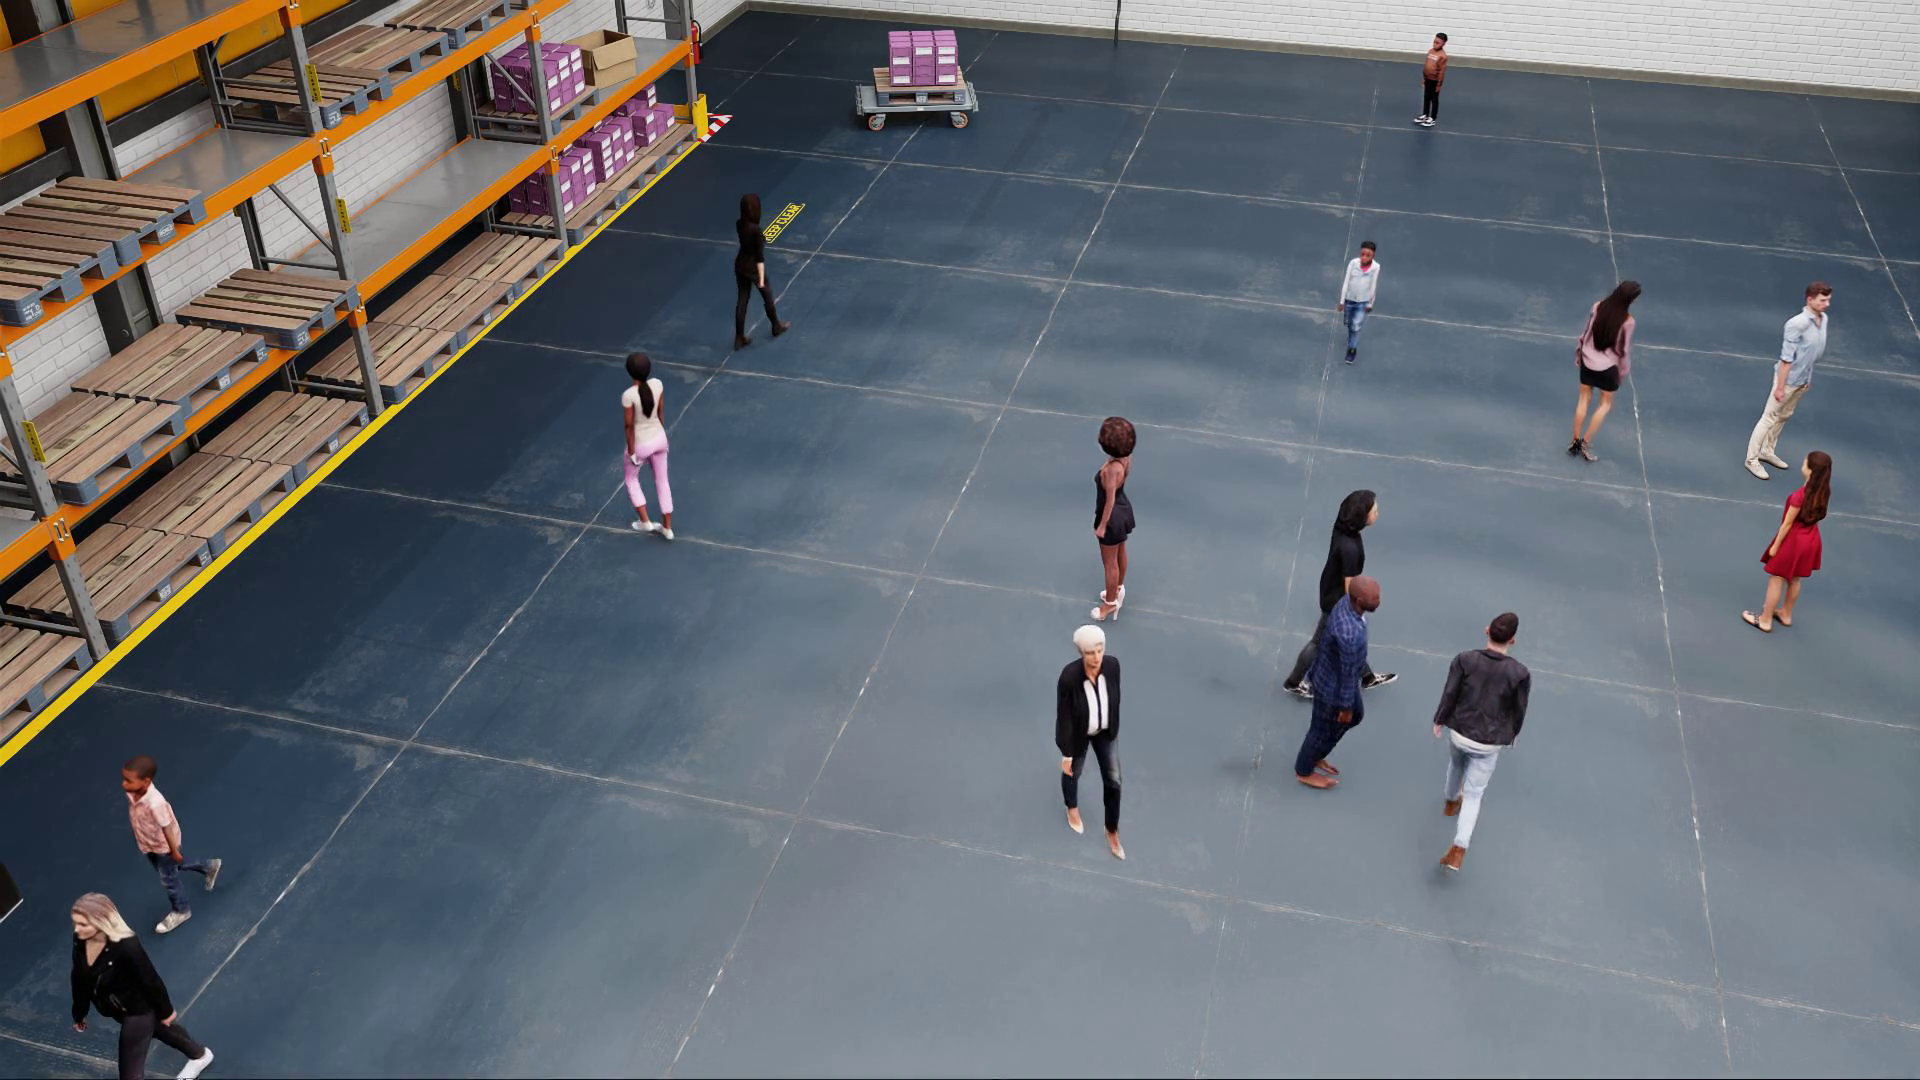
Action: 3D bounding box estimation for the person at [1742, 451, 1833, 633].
[{"bbox_3d":[6.478,0.009,12.876,0.684,1.551,0.744,-14,36,-20],"label":"person"}]

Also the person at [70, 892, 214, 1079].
[{"bbox_3d":[-4.447,2.487,9.067,0.745,1.642,1.168,14,36,20],"label":"person"}]

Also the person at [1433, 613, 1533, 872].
[{"bbox_3d":[3.304,1.320,10.673,0.856,1.807,1.222,14,36,20],"label":"person"}]

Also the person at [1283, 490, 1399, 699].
[{"bbox_3d":[2.650,0.413,12.045,0.820,1.799,1.038,4,34,6],"label":"person"}]

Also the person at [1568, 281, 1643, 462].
[{"bbox_3d":[5.753,-1.527,14.966,0.743,1.797,0.743,23,40,31],"label":"person"}]

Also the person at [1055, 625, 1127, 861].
[{"bbox_3d":[0.848,1.237,10.900,0.971,1.767,0.977,-9,35,-13],"label":"person"}]

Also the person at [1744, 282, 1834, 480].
[{"bbox_3d":[7.407,-1.451,14.806,0.705,1.847,0.783,-20,39,-28],"label":"person"}]

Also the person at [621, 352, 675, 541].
[{"bbox_3d":[-2.552,-0.754,13.867,0.720,1.725,0.778,-26,41,-33],"label":"person"}]

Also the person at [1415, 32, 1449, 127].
[{"bbox_3d":[6.450,-6.274,22.596,0.649,1.255,0.582,-16,37,-22],"label":"person"}]

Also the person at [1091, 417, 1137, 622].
[{"bbox_3d":[1.197,-0.168,12.929,0.651,1.789,0.511,13,36,19],"label":"person"}]

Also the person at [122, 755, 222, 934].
[{"bbox_3d":[-4.926,1.832,10.363,0.693,1.296,0.831,25,41,33],"label":"person"}]

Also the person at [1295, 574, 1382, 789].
[{"bbox_3d":[2.465,0.952,11.234,0.726,1.800,0.567,9,35,13],"label":"person"}]

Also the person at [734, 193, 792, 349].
[{"bbox_3d":[-2.185,-2.697,16.889,0.806,1.616,1.006,22,39,29],"label":"person"}]

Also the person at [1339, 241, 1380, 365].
[{"bbox_3d":[4.052,-2.473,16.888,0.595,1.245,0.890,16,37,23],"label":"person"}]
